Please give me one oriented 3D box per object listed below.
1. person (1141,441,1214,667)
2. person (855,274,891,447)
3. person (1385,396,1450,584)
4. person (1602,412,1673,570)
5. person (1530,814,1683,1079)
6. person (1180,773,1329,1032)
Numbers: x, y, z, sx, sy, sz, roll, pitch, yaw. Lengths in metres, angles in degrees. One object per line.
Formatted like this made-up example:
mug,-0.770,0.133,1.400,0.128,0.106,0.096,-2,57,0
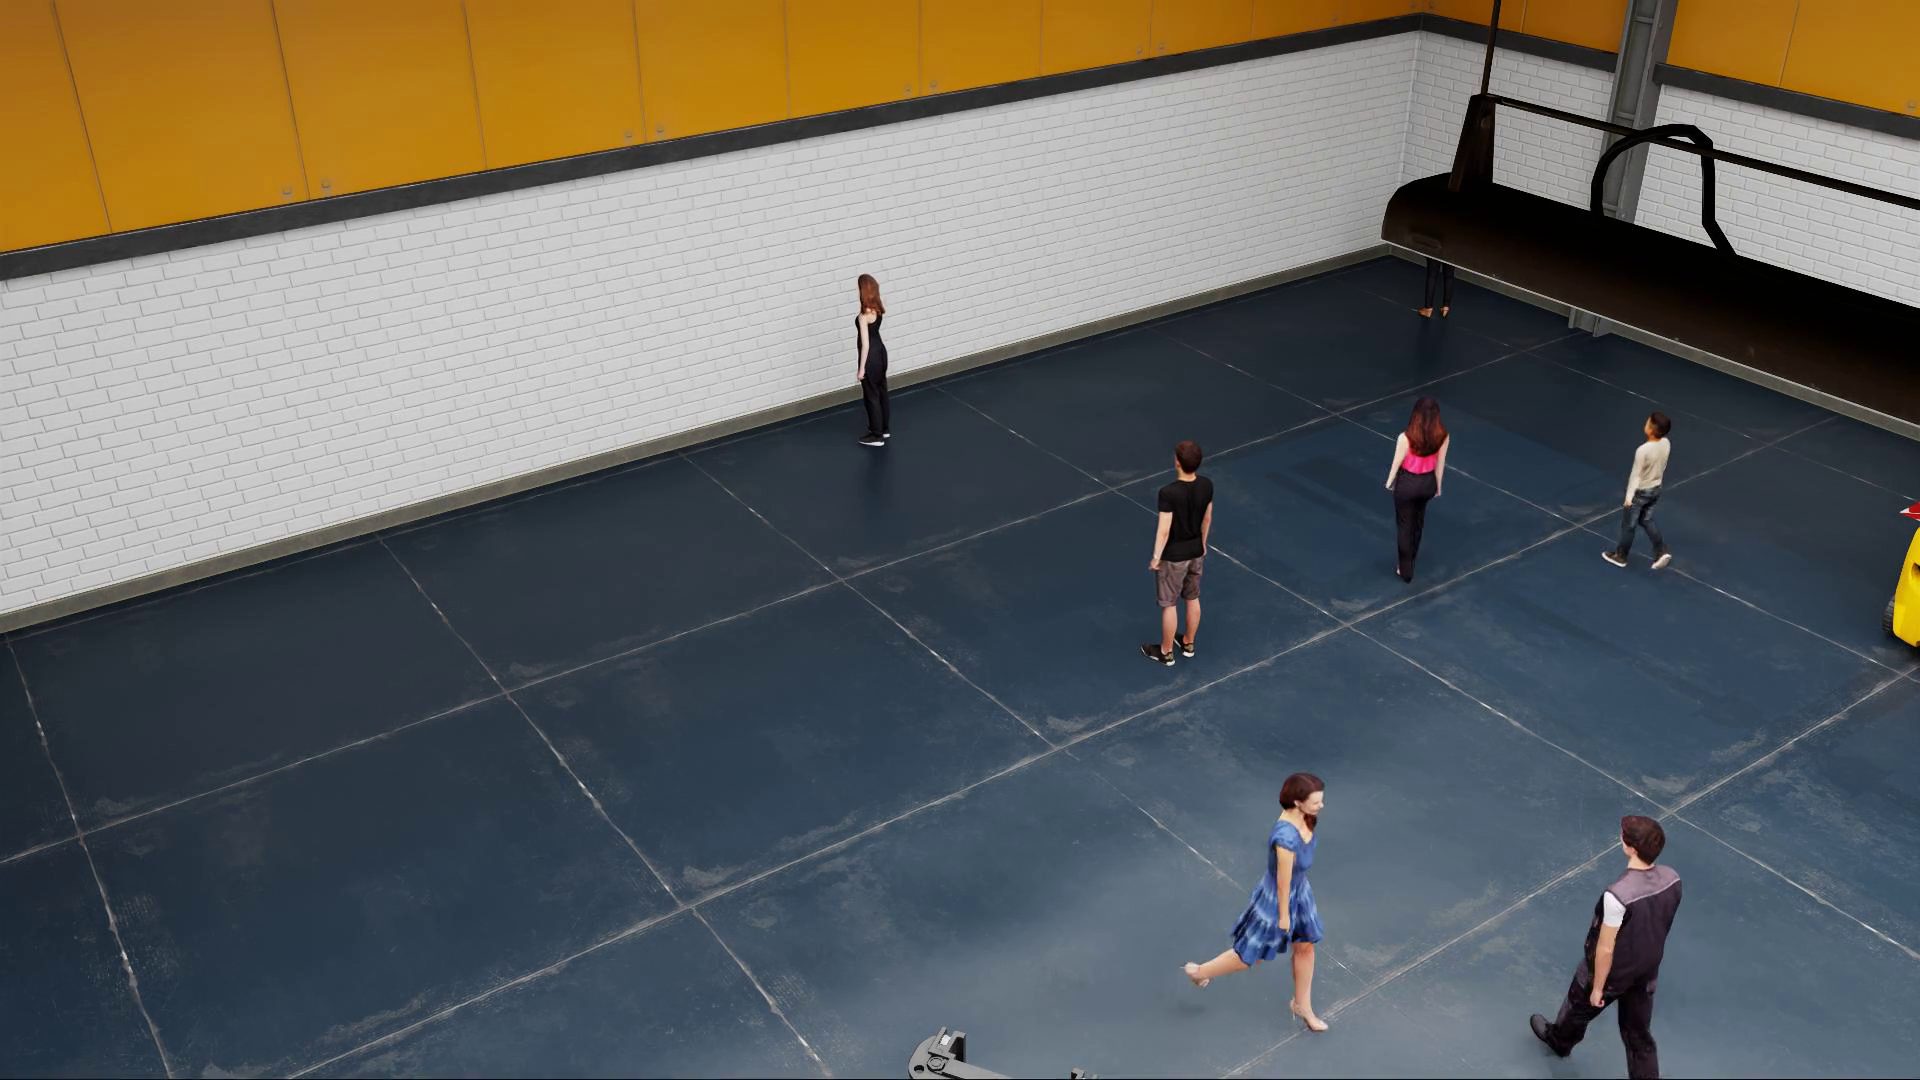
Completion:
person,1.694,0.095,12.732,0.675,1.862,0.588,-16,33,-27
person,-0.847,-1.770,16.275,0.681,1.743,0.656,10,30,18
person,3.823,-0.394,13.853,0.728,1.646,0.847,-7,29,-12
person,5.827,-0.381,14.029,0.599,1.456,0.824,-15,32,-25
person,3.549,2.319,8.723,0.853,1.796,1.239,-10,30,-18
person,1.710,2.030,9.274,1.197,1.776,0.993,11,30,19
